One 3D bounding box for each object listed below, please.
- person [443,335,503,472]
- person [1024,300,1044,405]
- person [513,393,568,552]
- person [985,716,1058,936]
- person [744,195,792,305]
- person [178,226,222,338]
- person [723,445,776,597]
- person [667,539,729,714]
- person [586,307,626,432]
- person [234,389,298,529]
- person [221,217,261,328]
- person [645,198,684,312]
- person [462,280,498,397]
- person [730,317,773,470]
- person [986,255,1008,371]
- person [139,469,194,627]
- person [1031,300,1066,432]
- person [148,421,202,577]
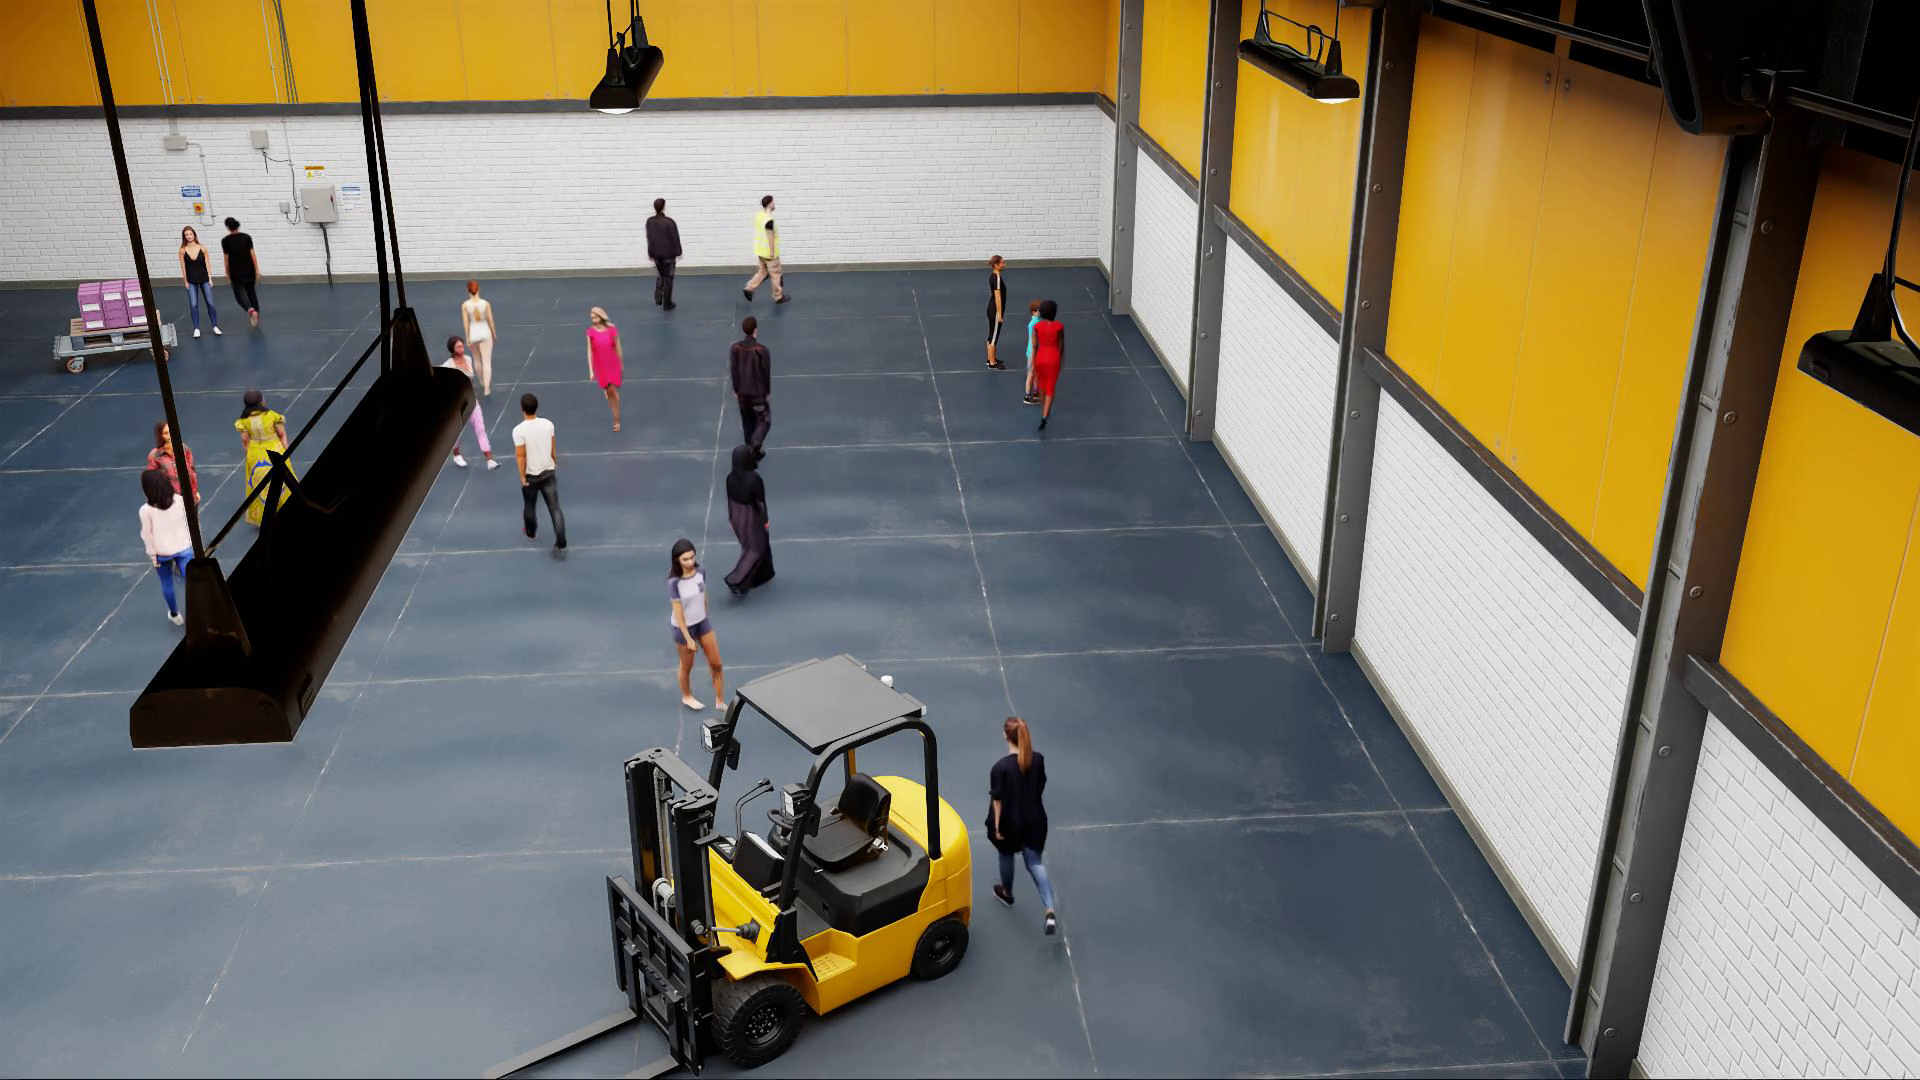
[{"bbox_3d":[-6.174,-1.682,20.472,1.138,1.701,1.061,19,30,37],"label":"person"},{"bbox_3d":[1.040,-2.604,22.897,0.653,1.448,0.569,12,27,26],"label":"person"},{"bbox_3d":[-4.548,-0.698,18.139,1.038,1.766,1.254,-16,28,-32],"label":"person"},{"bbox_3d":[0.460,2.074,11.934,0.870,1.658,1.146,-11,26,-23],"label":"person"},{"bbox_3d":[-3.212,-4.741,27.316,1.095,1.824,1.119,-17,29,-33],"label":"person"},{"bbox_3d":[-11.825,-4.024,25.803,0.661,1.722,0.652,-12,26,-26],"label":"person"},{"bbox_3d":[-2.224,-0.188,17.186,0.974,1.596,1.070,16,28,31],"label":"person"},{"bbox_3d":[-2.465,0.766,14.858,0.937,1.711,0.863,19,30,37],"label":"person"},{"bbox_3d":[-4.595,-2.288,21.870,0.614,1.690,0.759,-3,24,-6],"label":"person"},{"bbox_3d":[-7.812,-0.908,18.754,0.919,1.658,0.865,-7,25,-16],"label":"person"},{"bbox_3d":[-11.286,-4.183,26.149,0.978,1.737,1.060,-19,30,-36],"label":"person"},{"bbox_3d":[-4.853,-4.613,27.019,0.829,1.828,0.827,10,26,22],"label":"person"},{"bbox_3d":[-6.648,-2.759,23.062,0.663,1.600,1.101,-6,24,-12],"label":"person"},{"bbox_3d":[-2.568,-1.776,20.438,0.929,1.901,1.089,8,25,18],"label":"person"},{"bbox_3d":[0.522,-3.350,24.328,0.632,1.668,0.421,-2,24,-5],"label":"person"},{"bbox_3d":[-7.635,0.161,16.214,1.031,1.735,1.234,-17,29,-33],"label":"person"},{"bbox_3d":[1.140,-2.231,21.731,0.852,1.698,1.178,5,24,12],"label":"person"},{"bbox_3d":[-8.309,-0.459,17.673,0.706,1.701,0.734,-19,30,-36],"label":"person"}]
